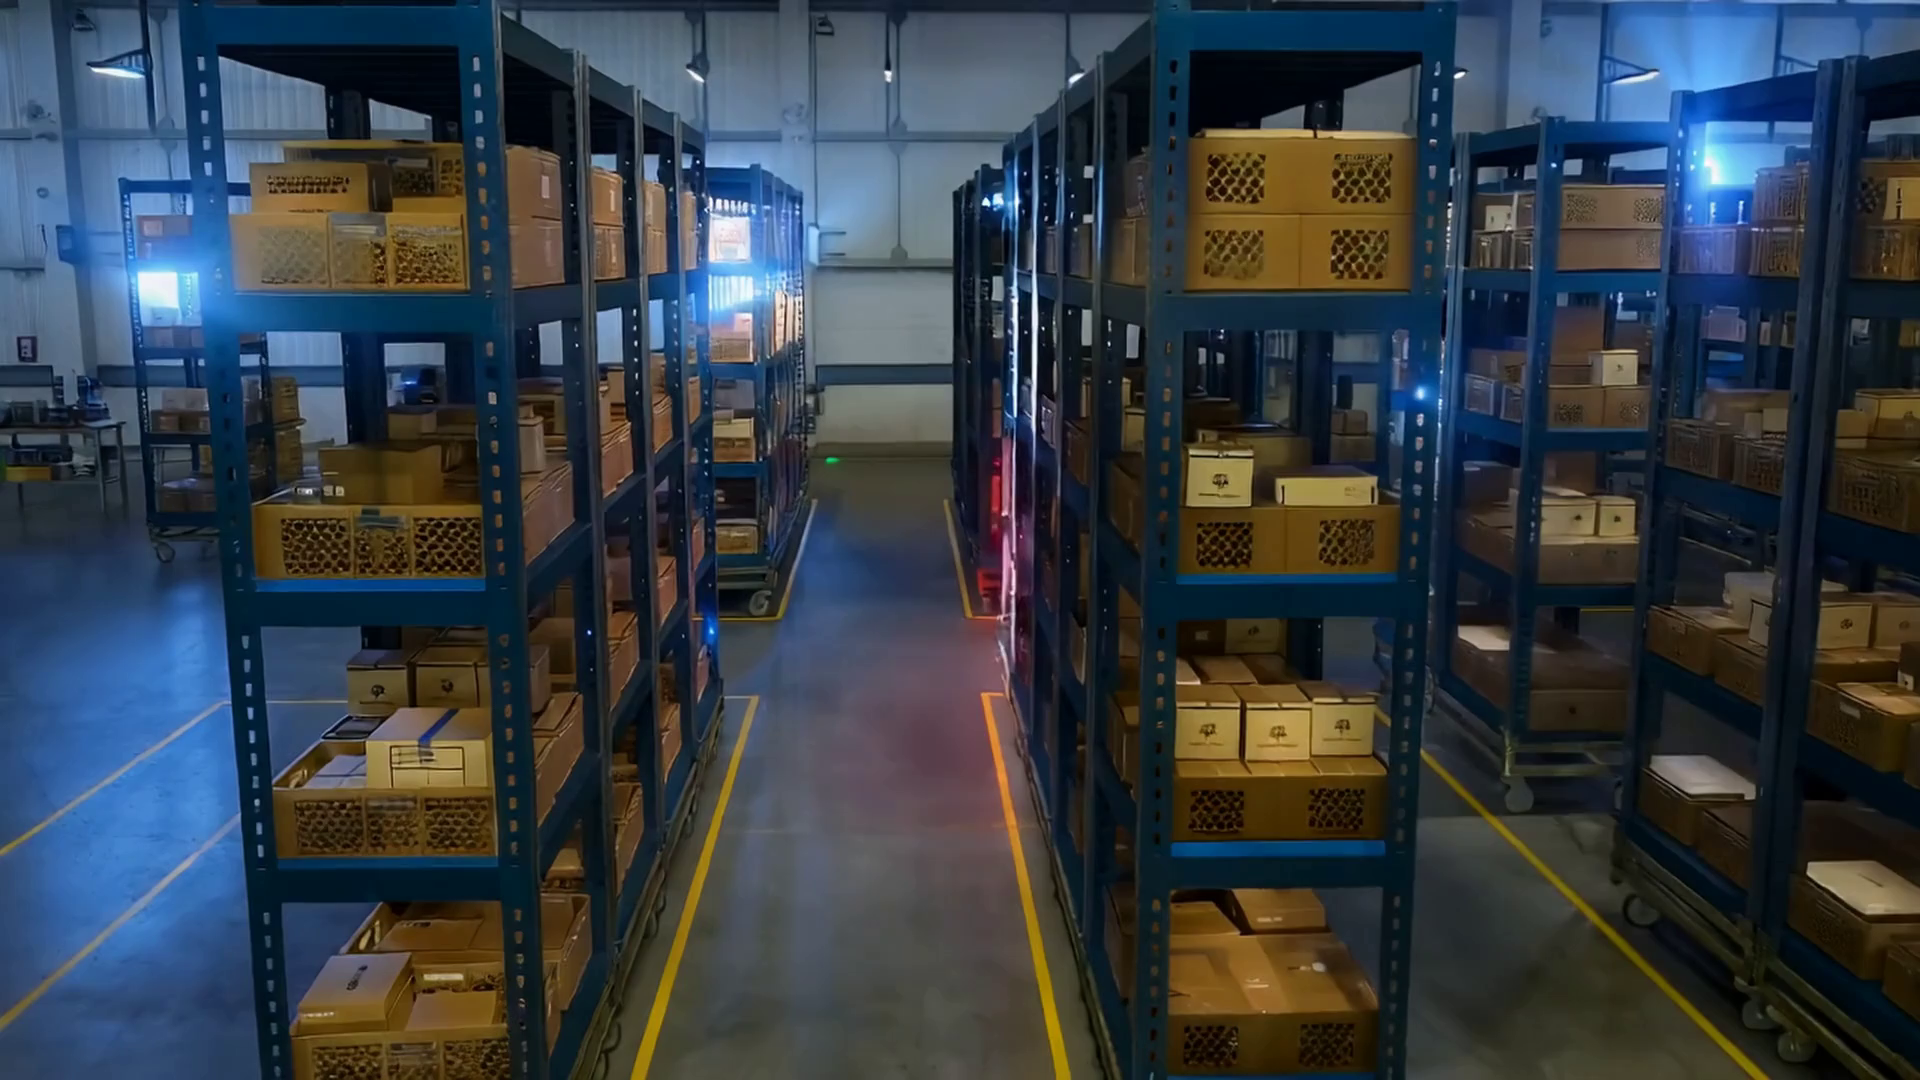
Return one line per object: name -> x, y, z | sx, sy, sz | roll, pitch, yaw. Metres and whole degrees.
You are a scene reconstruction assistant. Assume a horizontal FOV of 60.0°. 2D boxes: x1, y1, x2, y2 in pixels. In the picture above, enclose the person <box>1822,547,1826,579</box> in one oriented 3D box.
person -> 6.333, -0.213, 12.388 | 0.377, 2.044, 0.607 | 3, 10, 18
